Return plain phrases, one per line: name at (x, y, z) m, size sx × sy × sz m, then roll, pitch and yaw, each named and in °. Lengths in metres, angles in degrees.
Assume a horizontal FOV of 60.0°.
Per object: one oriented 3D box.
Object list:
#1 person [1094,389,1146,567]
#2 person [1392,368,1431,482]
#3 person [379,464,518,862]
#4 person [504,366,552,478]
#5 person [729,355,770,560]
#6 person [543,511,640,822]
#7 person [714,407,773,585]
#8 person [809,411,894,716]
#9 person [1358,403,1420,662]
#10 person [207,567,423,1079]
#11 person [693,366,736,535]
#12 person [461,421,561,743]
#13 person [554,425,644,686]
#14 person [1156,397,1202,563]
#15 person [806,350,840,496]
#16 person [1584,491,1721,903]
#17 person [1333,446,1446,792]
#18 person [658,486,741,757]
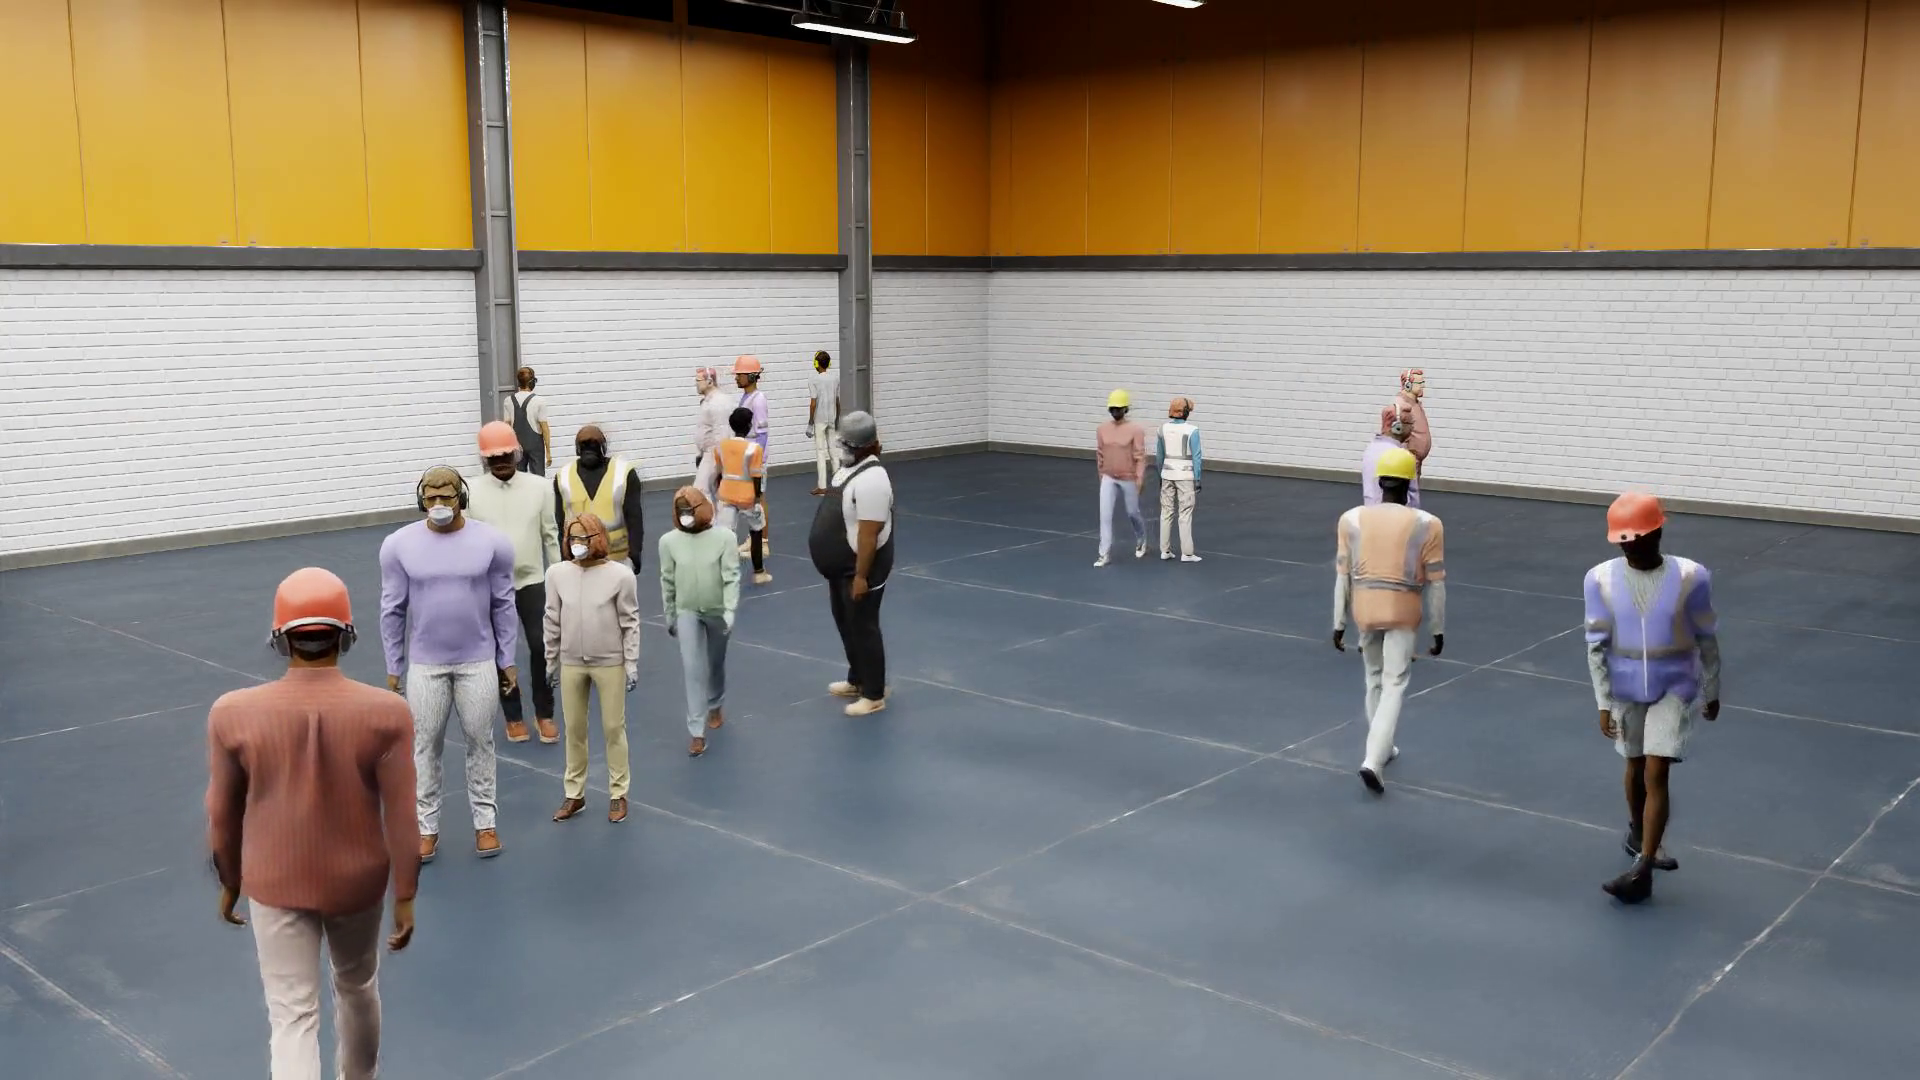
person at (1.616, -0.633, 16.429) m, size 0.531 × 1.735 × 0.860 m, roll 5°, pitch 10°, yaw 27°
person at (4.501, -0.760, 16.652) m, size 0.409 × 1.909 × 0.642 m, roll 4°, pitch 10°, yaw 26°
person at (-2.463, 0.592, 8.057) m, size 0.635 × 1.937 × 0.352 m, roll -3°, pitch 9°, yaw -16°
person at (-4.698, -0.966, 18.131) m, size 0.514 × 1.844 × 0.333 m, roll 2°, pitch 9°, yaw 11°
person at (-2.105, -0.828, 16.653) m, size 0.370 × 2.044 × 0.608 m, roll -4°, pitch 10°, yaw -24°
person at (-1.906, 0.655, 8.617) m, size 0.504 × 1.632 × 0.270 m, roll 1°, pitch 9°, yaw 7°
person at (-2.012, -0.367, 14.950) m, size 0.537 × 1.663 × 0.830 m, roll 4°, pitch 10°, yaw 25°
person at (-0.702, 0.121, 10.698) m, size 0.540 × 2.000 × 0.755 m, roll -3°, pitch 9°, yaw -16°
person at (3.178, -0.060, 12.259) m, size 0.401 × 1.906 × 0.648 m, roll -1°, pitch 9°, yaw -4°
person at (-1.985, 1.056, 5.145) m, size 0.608 × 1.955 × 1.032 m, roll -4°, pitch 10°, yaw -22°
person at (-2.642, -0.874, 17.456) m, size 0.632 × 1.887 × 0.666 m, roll -2°, pitch 9°, yaw -9°
person at (-2.684, 0.272, 9.968) m, size 0.613 × 1.969 × 0.610 m, roll -3°, pitch 10°, yaw -21°
person at (-2.537, 0.079, 11.744) m, size 0.636 × 1.795 × 0.965 m, roll -1°, pitch 9°, yaw -4°
person at (2.163, -0.593, 16.437) m, size 0.514 × 1.640 × 0.310 m, roll 8°, pitch 12°, yaw 41°
person at (-1.759, -1.505, 21.449) m, size 0.528 × 1.869 × 0.313 m, roll -8°, pitch 12°, yaw -41°
person at (3.184, 0.691, 7.698) m, size 0.569 × 1.874 × 0.837 m, roll 6°, pitch 11°, yaw 31°
person at (2.379, 0.424, 9.289) m, size 0.601 × 1.892 × 0.945 m, roll 5°, pitch 10°, yaw 29°
person at (-1.570, 0.446, 10.111) m, size 0.499 × 1.583 × 0.876 m, roll -1°, pitch 9°, yaw -4°
